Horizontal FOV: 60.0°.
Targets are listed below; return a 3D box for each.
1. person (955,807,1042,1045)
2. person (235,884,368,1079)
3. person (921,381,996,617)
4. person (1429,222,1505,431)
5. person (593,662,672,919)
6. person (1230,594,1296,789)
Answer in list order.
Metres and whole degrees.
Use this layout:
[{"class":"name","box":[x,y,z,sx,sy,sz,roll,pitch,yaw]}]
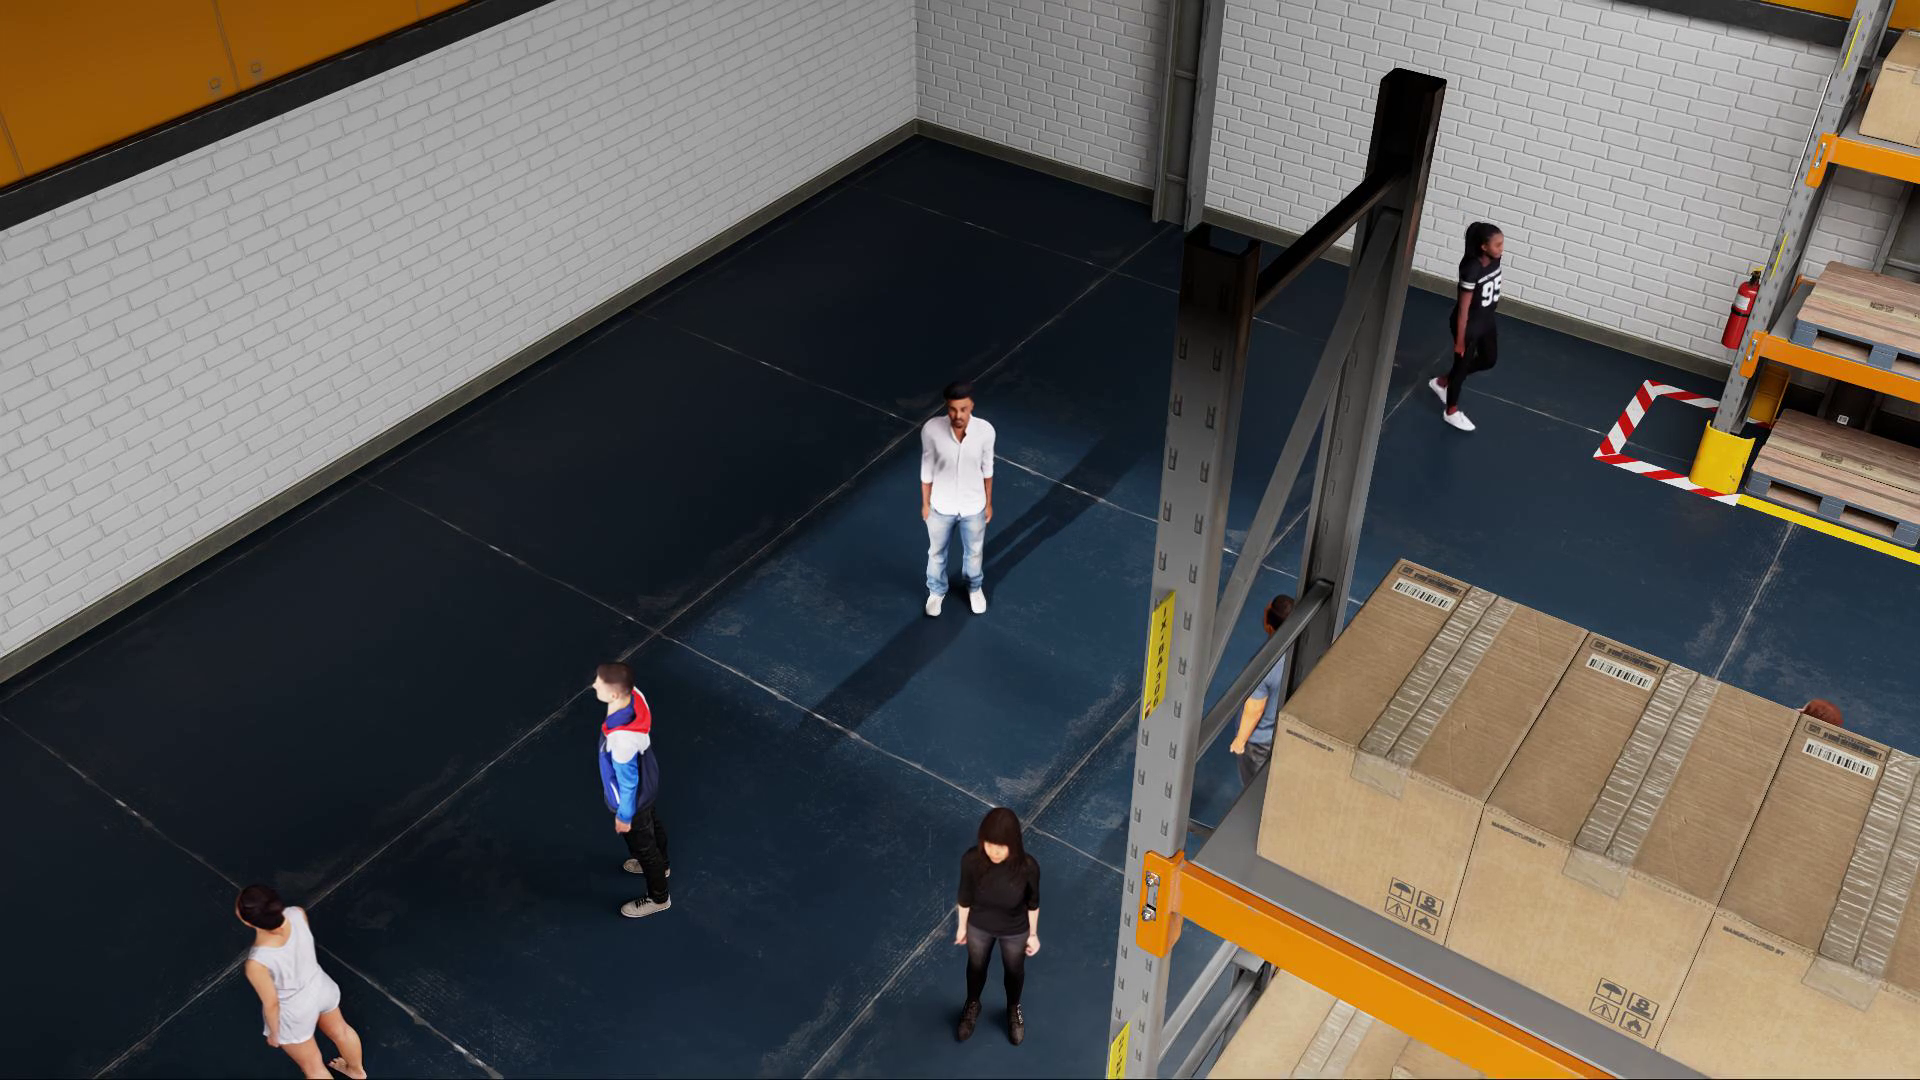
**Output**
[{"class":"person","box":[0.194,1.911,8.326,0.584,1.642,0.708,5,39,7]},{"class":"person","box":[-3.173,2.207,7.983,0.622,1.607,0.630,10,40,13]},{"class":"person","box":[-0.013,-0.294,10.947,0.714,1.816,0.798,-1,39,-2]},{"class":"person","box":[3.850,-1.660,12.731,0.758,1.724,0.682,31,48,33]},{"class":"person","box":[-1.761,1.320,8.973,0.758,1.757,0.719,-3,39,-4]},{"class":"person","box":[1.725,1.029,9.295,0.597,1.810,0.681,31,48,33]}]
